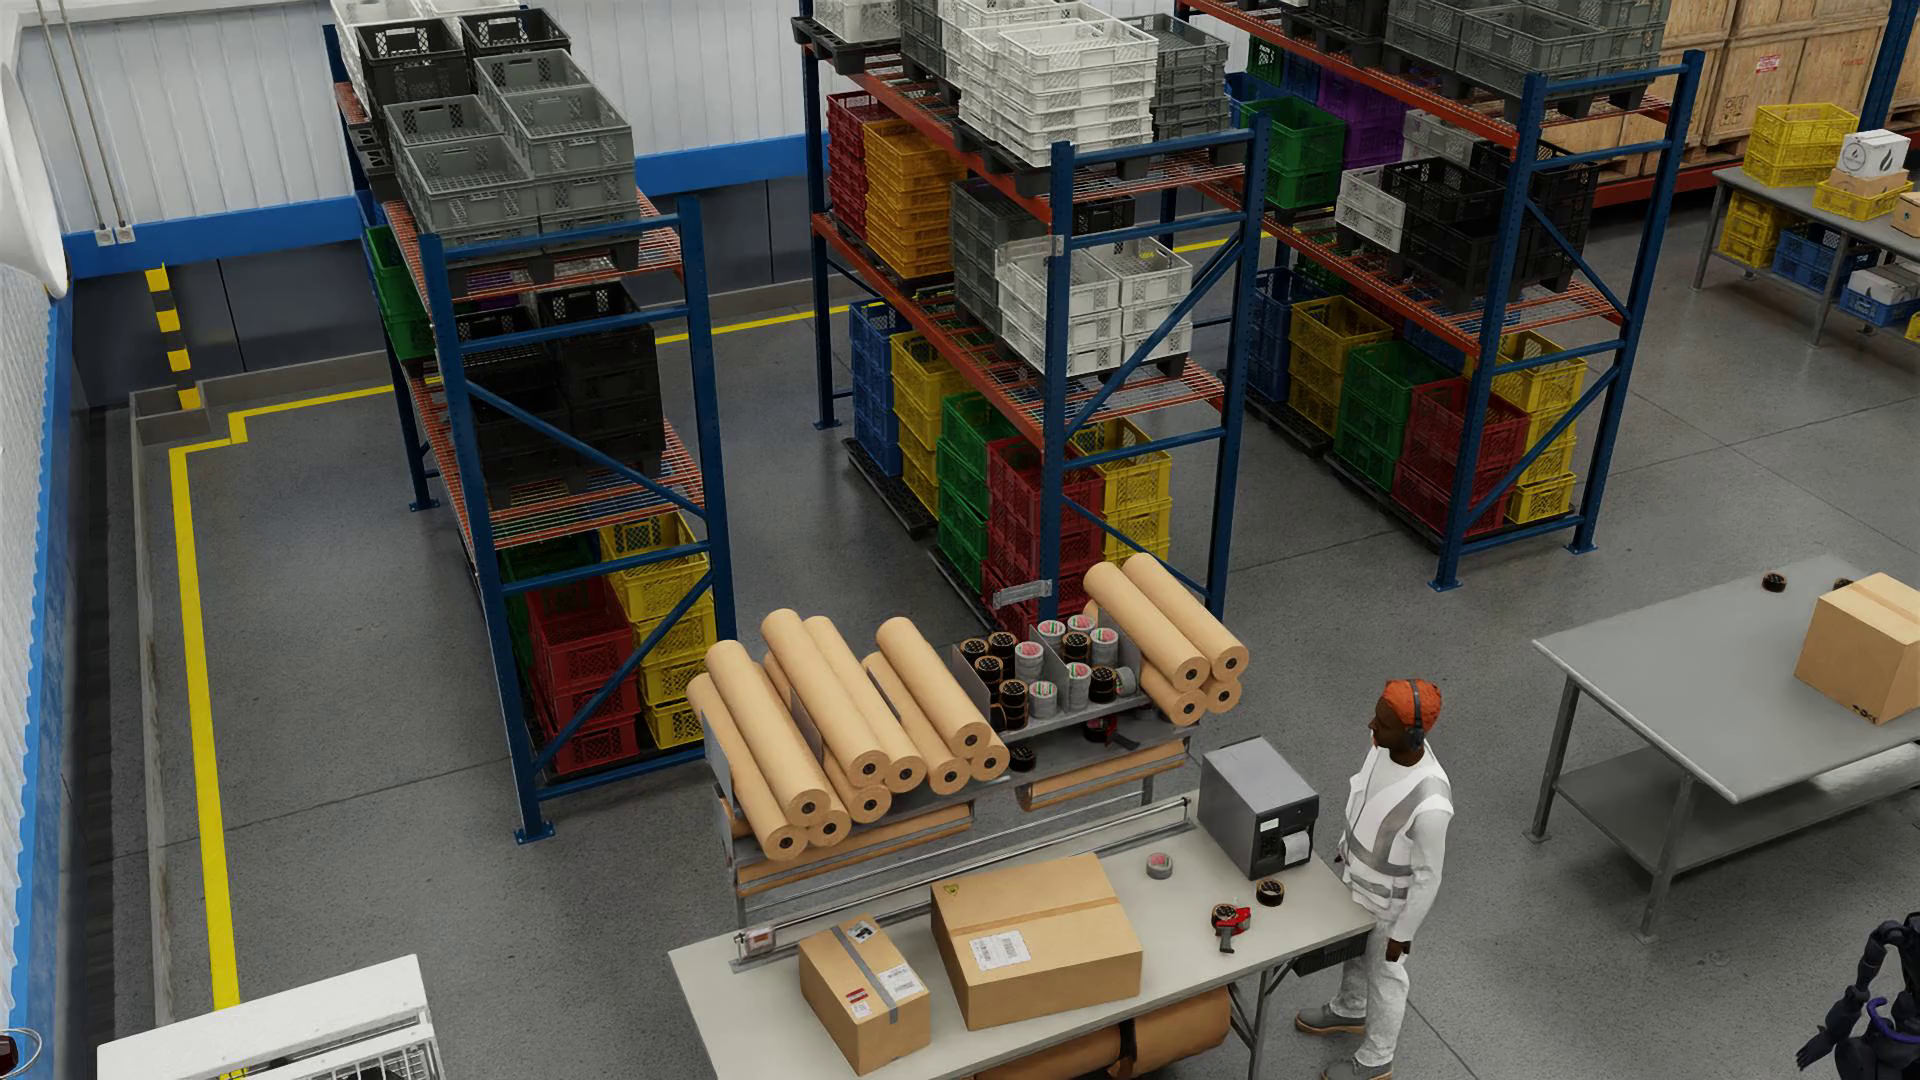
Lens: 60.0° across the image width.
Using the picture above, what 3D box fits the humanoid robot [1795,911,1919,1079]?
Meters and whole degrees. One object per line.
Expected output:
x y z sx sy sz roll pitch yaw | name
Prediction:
3.276 1.746 5.778 0.612 1.657 0.317 -1 32 -1 | humanoid robot

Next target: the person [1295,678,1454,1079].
1.591 1.303 6.314 0.349 1.882 0.582 -5 32 -8 | person
